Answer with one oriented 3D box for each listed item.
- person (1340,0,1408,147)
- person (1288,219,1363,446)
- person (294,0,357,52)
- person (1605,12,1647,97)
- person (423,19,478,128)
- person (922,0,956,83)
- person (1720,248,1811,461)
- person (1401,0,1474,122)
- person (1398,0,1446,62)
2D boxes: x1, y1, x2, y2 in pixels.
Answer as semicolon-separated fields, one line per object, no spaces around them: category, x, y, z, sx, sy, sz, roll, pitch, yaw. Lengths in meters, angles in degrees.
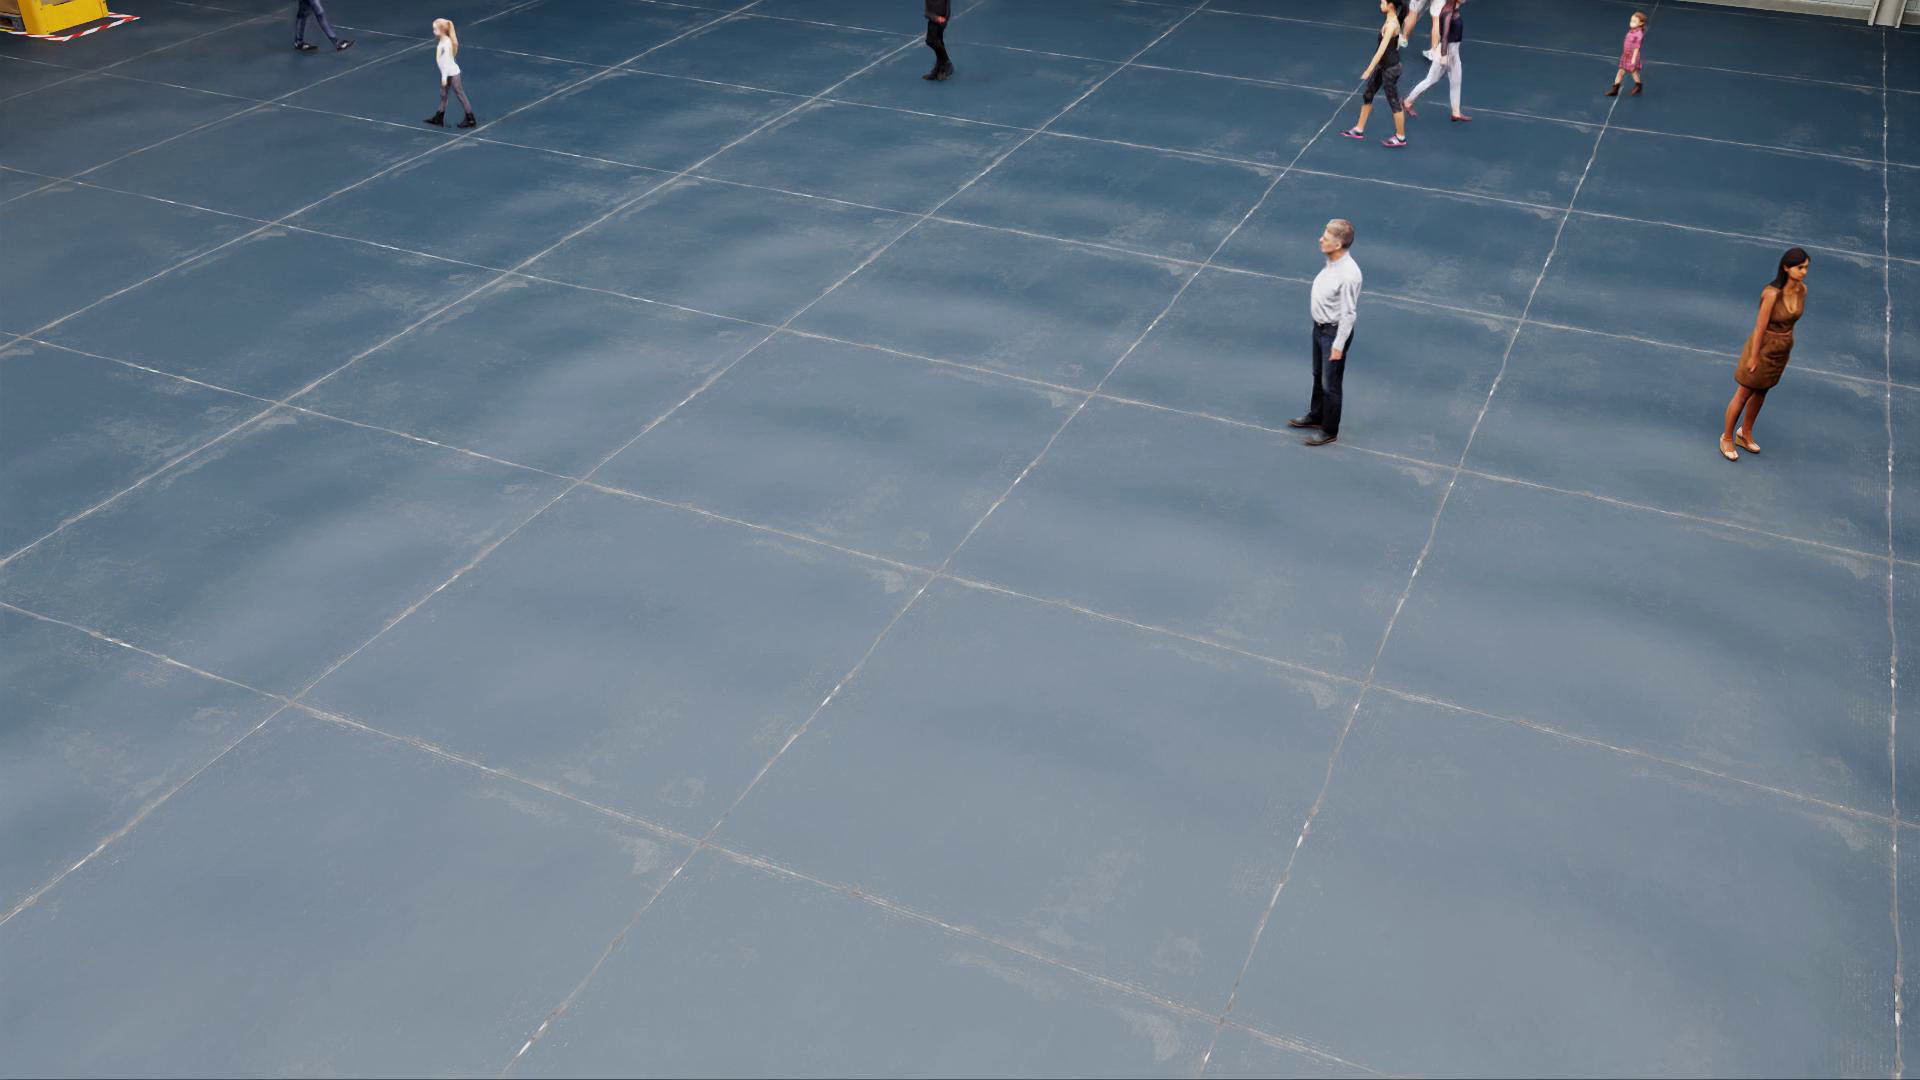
person;4.896;-5.223;18.581;1.024;1.695;0.724;5;33;9
person;2.848;-1.604;12.728;0.758;1.817;0.741;-4;33;-7
person;-8.661;-7.285;21.723;1.203;1.830;0.955;0;32;-1
person;8.259;-5.933;20.344;0.773;1.014;0.705;-11;34;-17
person;-5.827;-5.393;19.260;0.861;1.258;0.826;-13;35;-20
person;-0.200;-6.574;20.656;0.821;1.764;0.774;-7;33;-11
person;6.086;-1.408;12.538;0.637;1.689;0.681;-14;35;-21
person;5.598;-5.651;19.371;1.047;1.575;0.603;15;35;22
person;6.146;-7.113;21.463;1.160;1.816;1.162;-8;33;-13
